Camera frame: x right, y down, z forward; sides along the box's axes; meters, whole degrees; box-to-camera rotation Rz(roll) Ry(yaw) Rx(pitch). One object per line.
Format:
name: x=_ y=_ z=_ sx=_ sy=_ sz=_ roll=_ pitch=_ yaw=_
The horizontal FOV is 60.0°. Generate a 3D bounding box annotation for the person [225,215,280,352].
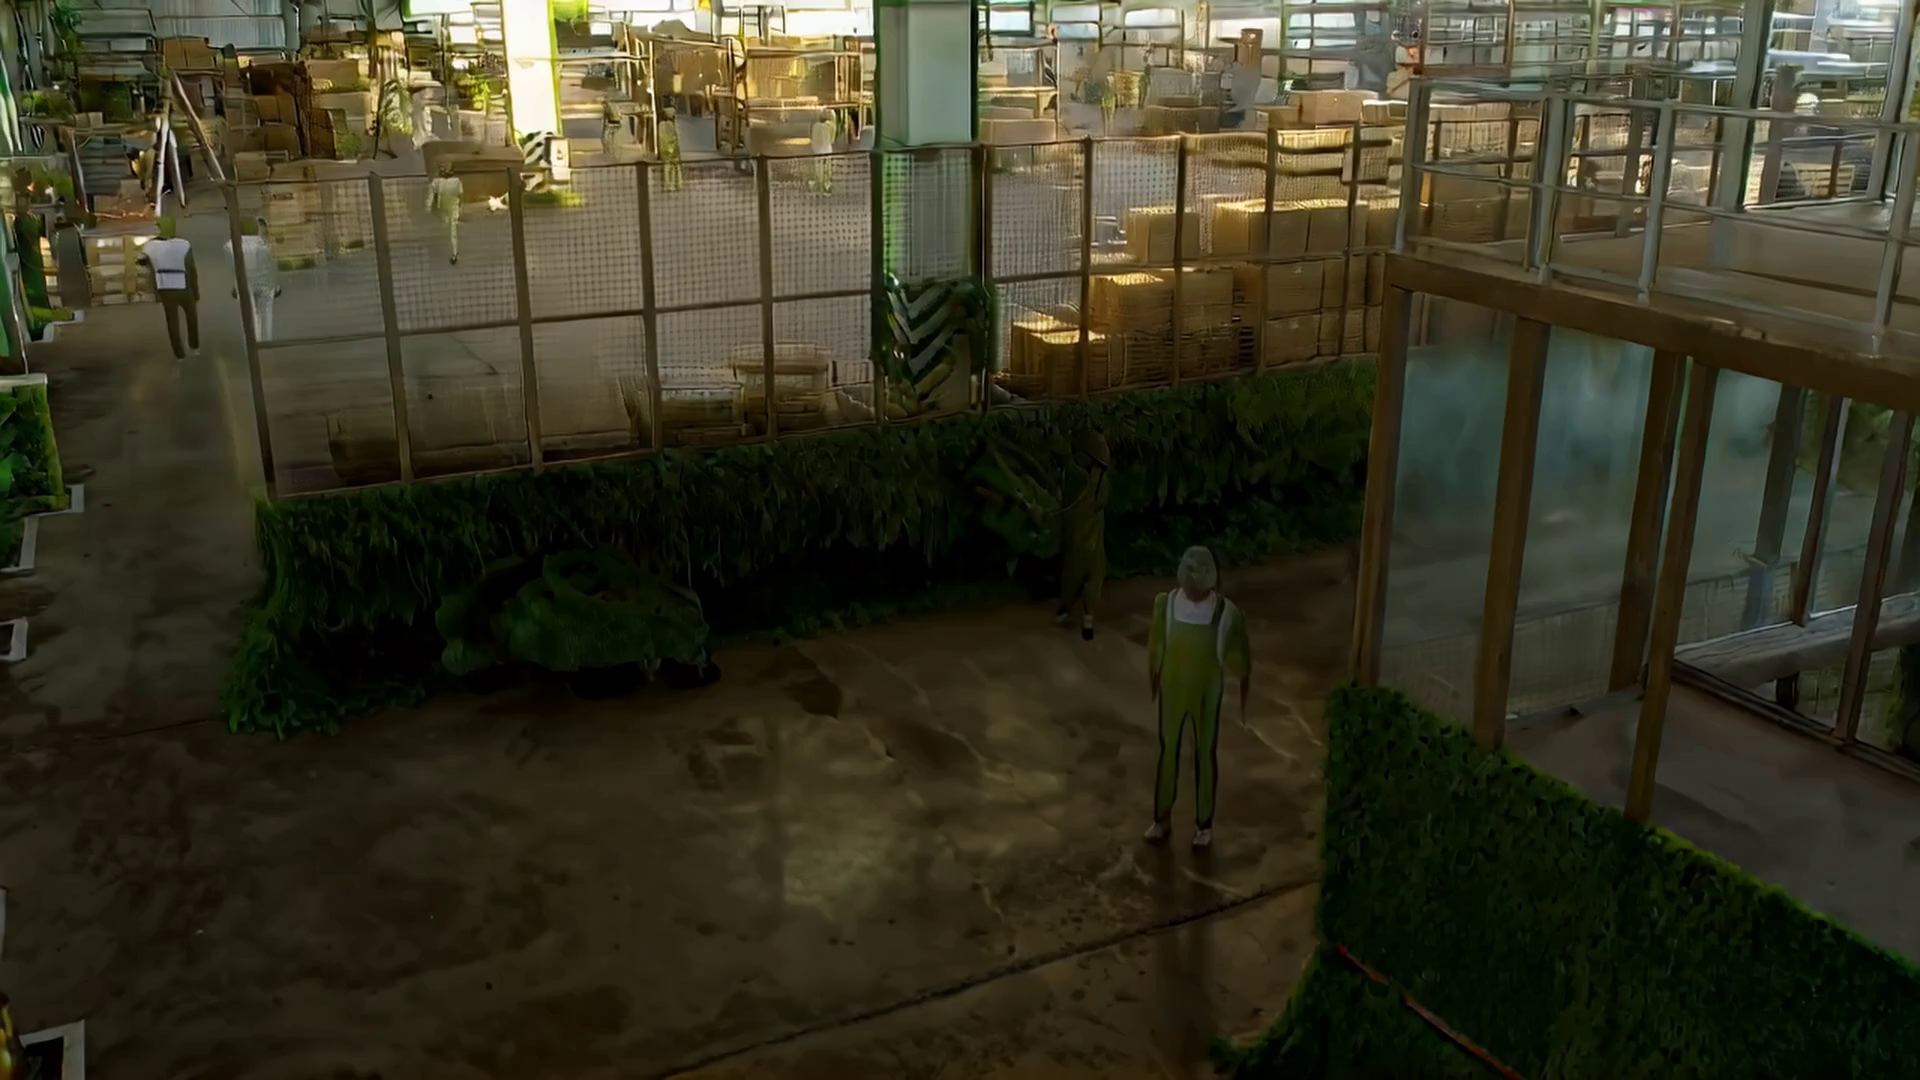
person: x=-9.371 y=-3.400 z=22.122 sx=0.646 sy=1.821 sz=0.450 roll=-6 pitch=20 yaw=-17

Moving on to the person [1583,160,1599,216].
person: x=10.373 y=-5.373 z=27.729 sx=0.523 sy=1.901 sz=0.595 roll=8 pitch=20 yaw=21

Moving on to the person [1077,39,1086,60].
person: x=5.750 y=-23.042 z=79.323 sx=0.902 sy=1.642 sz=0.571 roll=-9 pitch=21 yaw=-25

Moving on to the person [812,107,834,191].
person: x=-3.143 y=-8.953 z=38.129 sx=0.572 sy=1.883 sz=0.354 roll=-16 pitch=24 yaw=-38

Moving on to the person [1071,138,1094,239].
person: x=2.310 y=-6.634 z=31.425 sx=0.350 sy=1.878 sz=0.567 roll=-16 pitch=25 yaw=-39

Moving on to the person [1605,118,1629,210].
person: x=13.938 y=-7.942 z=35.153 sx=0.554 sy=1.919 sz=0.754 roll=15 pitch=24 yaw=37

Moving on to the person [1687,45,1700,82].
person: x=31.300 y=-20.242 z=71.040 sx=0.555 sy=1.745 sz=0.551 roll=0 pitch=19 yaw=1

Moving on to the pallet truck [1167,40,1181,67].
pallet truck: x=9.045 y=-19.971 z=69.895 sx=0.823 sy=1.965 sz=1.885 roll=-3 pitch=19 yaw=-8

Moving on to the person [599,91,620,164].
person: x=-8.980 y=-10.617 z=42.896 sx=0.449 sy=1.929 sz=0.664 roll=8 pitch=21 yaw=22

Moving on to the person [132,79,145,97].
person: x=-25.368 y=-13.405 z=51.418 sx=0.525 sy=1.631 sz=0.323 roll=6 pitch=20 yaw=17

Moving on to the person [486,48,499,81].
person: x=-19.974 y=-20.201 z=71.066 sx=0.557 sy=1.667 sz=0.727 roll=-6 pitch=20 yaw=-16

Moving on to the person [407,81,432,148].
person: x=-15.349 y=-12.059 z=47.165 sx=0.994 sy=1.877 sz=0.606 roll=2 pitch=19 yaw=4

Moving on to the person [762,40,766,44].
person: x=-9.231 y=-22.636 z=78.115 sx=0.621 sy=1.671 sz=0.533 roll=-2 pitch=19 yaw=-7

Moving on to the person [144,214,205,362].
person: x=-10.247 y=-3.301 z=21.730 sx=0.603 sy=1.897 sz=0.687 roll=-4 pitch=19 yaw=-12

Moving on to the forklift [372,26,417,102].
forklift: x=-21.216 y=-17.758 z=62.148 sx=1.129 sy=2.768 sz=1.873 roll=1 pitch=19 yaw=4

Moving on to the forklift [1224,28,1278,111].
forklift: x=10.413 y=-16.890 z=59.630 sx=1.873 sy=2.768 sz=1.129 roll=-9 pitch=21 yaw=-25

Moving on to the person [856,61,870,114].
person: x=-3.263 y=-15.768 z=57.996 sx=0.887 sy=1.804 sz=0.661 roll=15 pitch=24 yaw=37

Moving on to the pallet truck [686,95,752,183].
pallet truck: x=-5.836 y=-9.608 z=39.856 sx=0.823 sy=1.965 sz=1.885 roll=10 pitch=22 yaw=27

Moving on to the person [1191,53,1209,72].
person: x=8.730 y=-16.737 z=60.618 sx=0.639 sy=1.932 sz=0.387 roll=4 pitch=20 yaw=12

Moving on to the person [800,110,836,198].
person: x=-3.154 y=-8.608 z=37.095 sx=0.722 sy=1.911 sz=0.661 roll=6 pitch=20 yaw=17

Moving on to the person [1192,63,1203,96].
person: x=7.735 y=-14.544 z=54.210 sx=0.362 sy=1.965 sz=0.611 roll=-3 pitch=19 yaw=-7

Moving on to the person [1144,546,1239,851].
person: x=1.328 y=0.908 z=9.603 sx=0.506 sy=1.846 sz=0.345 roll=7 pitch=20 yaw=18

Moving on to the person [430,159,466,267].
person: x=-8.768 y=-5.573 z=28.429 sx=0.534 sy=1.814 sz=0.988 roll=-1 pitch=19 yaw=-2

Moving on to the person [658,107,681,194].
person: x=-6.572 y=-8.843 z=37.758 sx=0.585 sy=1.922 sz=0.390 roll=13 pitch=23 yaw=34

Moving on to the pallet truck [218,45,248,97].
pallet truck: x=-28.879 y=-18.665 z=66.111 sx=0.823 sy=1.965 sz=1.885 roll=-3 pitch=19 yaw=-9

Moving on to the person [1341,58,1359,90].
person: x=13.582 y=-15.825 z=57.970 sx=0.633 sy=1.939 sz=0.363 roll=10 pitch=21 yaw=26

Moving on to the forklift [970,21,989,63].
forklift: x=0.669 y=-19.480 z=67.139 sx=1.129 sy=2.768 sz=1.873 roll=-9 pitch=21 yaw=-25

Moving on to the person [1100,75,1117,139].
person: x=4.441 y=-12.941 z=49.733 sx=0.527 sy=1.858 sz=0.318 roll=13 pitch=23 yaw=33

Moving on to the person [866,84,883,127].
person: x=-2.223 y=-11.104 z=44.126 sx=0.537 sy=2.000 sz=0.689 roll=-1 pitch=19 yaw=-4

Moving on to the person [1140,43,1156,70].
person: x=7.881 y=-19.772 z=69.489 sx=0.630 sy=1.881 sz=0.788 roll=-5 pitch=20 yaw=-15

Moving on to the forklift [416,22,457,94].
forklift: x=-21.449 y=-19.504 z=67.209 sx=1.129 sy=2.768 sz=1.873 roll=10 pitch=22 yaw=27

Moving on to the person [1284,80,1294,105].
person: x=9.987 y=-13.042 z=50.287 sx=0.470 sy=1.687 sz=0.537 roll=6 pitch=20 yaw=18

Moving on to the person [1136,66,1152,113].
person: x=6.509 y=-15.862 z=58.578 sx=0.517 sy=1.597 sz=0.800 roll=10 pitch=21 yaw=27
